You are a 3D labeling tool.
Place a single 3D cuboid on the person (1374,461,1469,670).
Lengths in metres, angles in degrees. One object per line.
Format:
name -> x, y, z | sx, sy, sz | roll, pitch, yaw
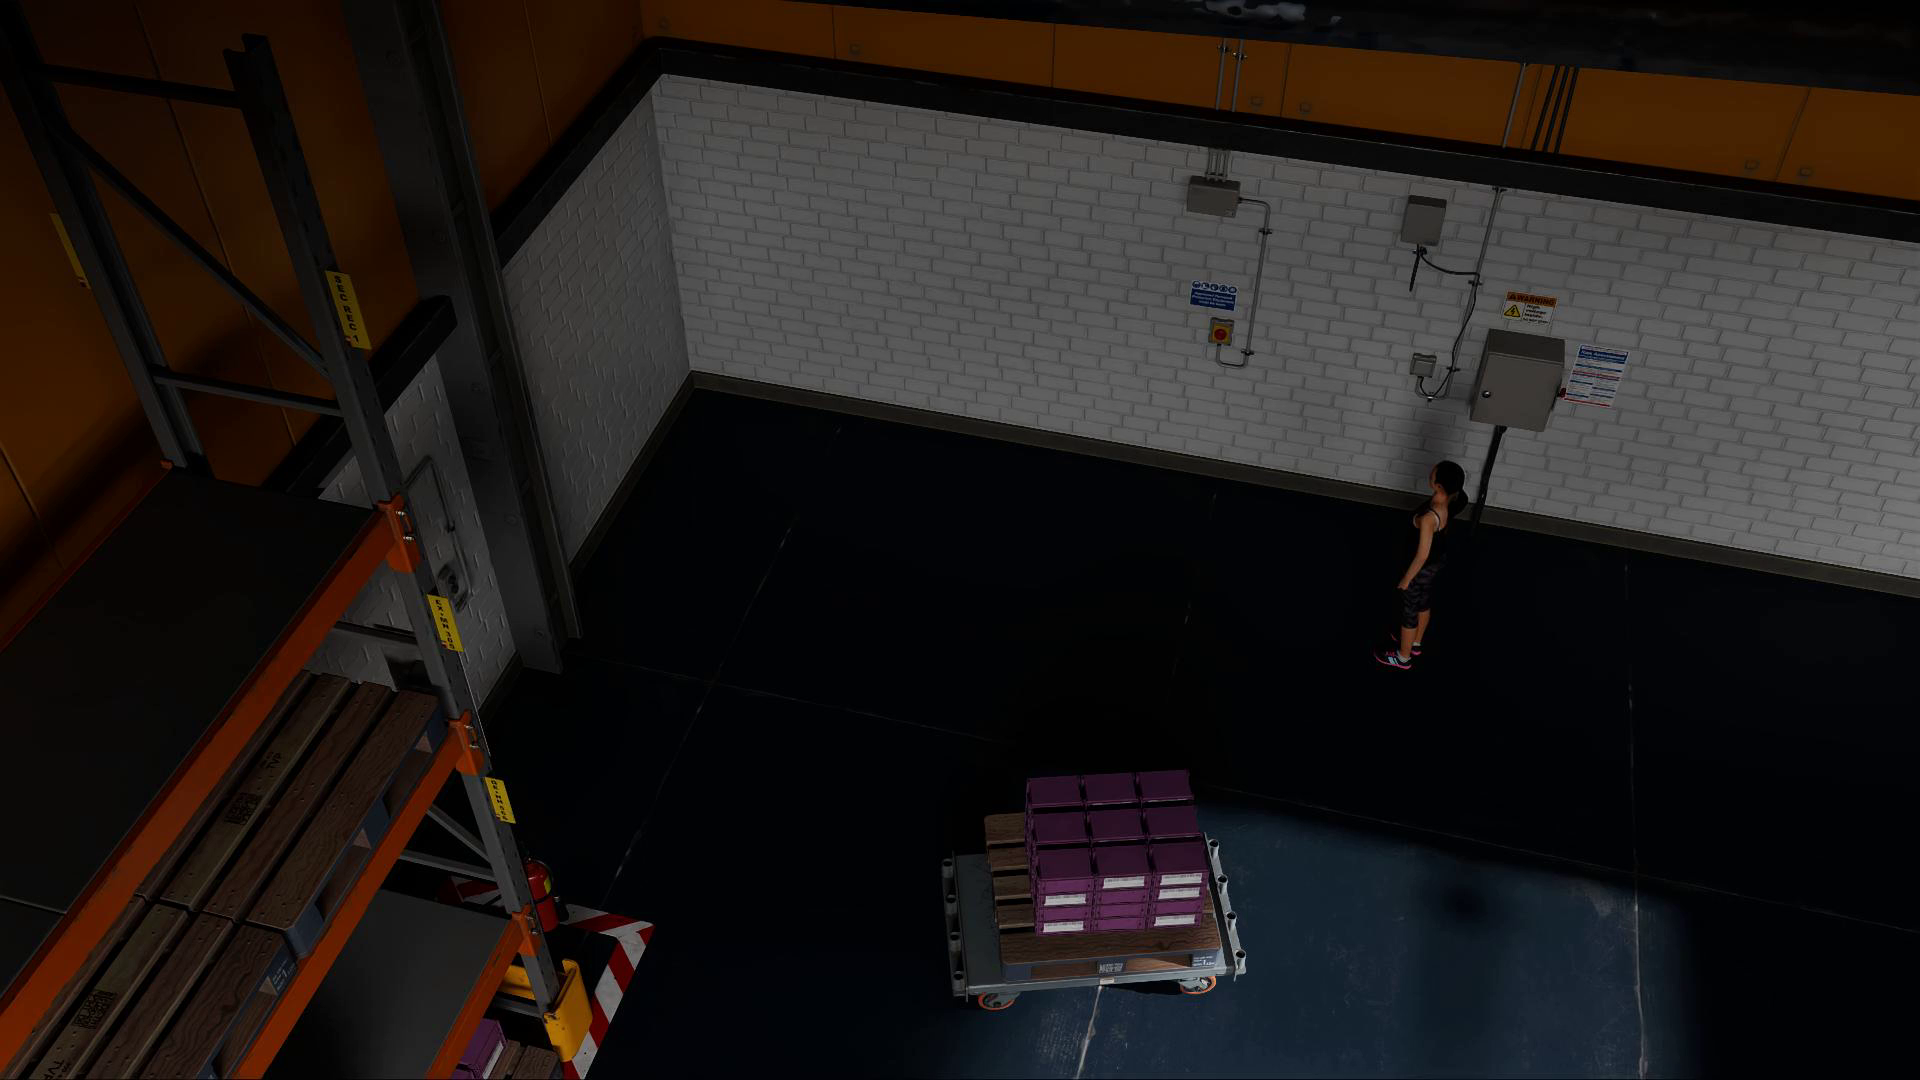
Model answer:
person -> 3.027, 0.163, 10.845 | 0.714, 1.729, 0.605 | 30, 51, 28
